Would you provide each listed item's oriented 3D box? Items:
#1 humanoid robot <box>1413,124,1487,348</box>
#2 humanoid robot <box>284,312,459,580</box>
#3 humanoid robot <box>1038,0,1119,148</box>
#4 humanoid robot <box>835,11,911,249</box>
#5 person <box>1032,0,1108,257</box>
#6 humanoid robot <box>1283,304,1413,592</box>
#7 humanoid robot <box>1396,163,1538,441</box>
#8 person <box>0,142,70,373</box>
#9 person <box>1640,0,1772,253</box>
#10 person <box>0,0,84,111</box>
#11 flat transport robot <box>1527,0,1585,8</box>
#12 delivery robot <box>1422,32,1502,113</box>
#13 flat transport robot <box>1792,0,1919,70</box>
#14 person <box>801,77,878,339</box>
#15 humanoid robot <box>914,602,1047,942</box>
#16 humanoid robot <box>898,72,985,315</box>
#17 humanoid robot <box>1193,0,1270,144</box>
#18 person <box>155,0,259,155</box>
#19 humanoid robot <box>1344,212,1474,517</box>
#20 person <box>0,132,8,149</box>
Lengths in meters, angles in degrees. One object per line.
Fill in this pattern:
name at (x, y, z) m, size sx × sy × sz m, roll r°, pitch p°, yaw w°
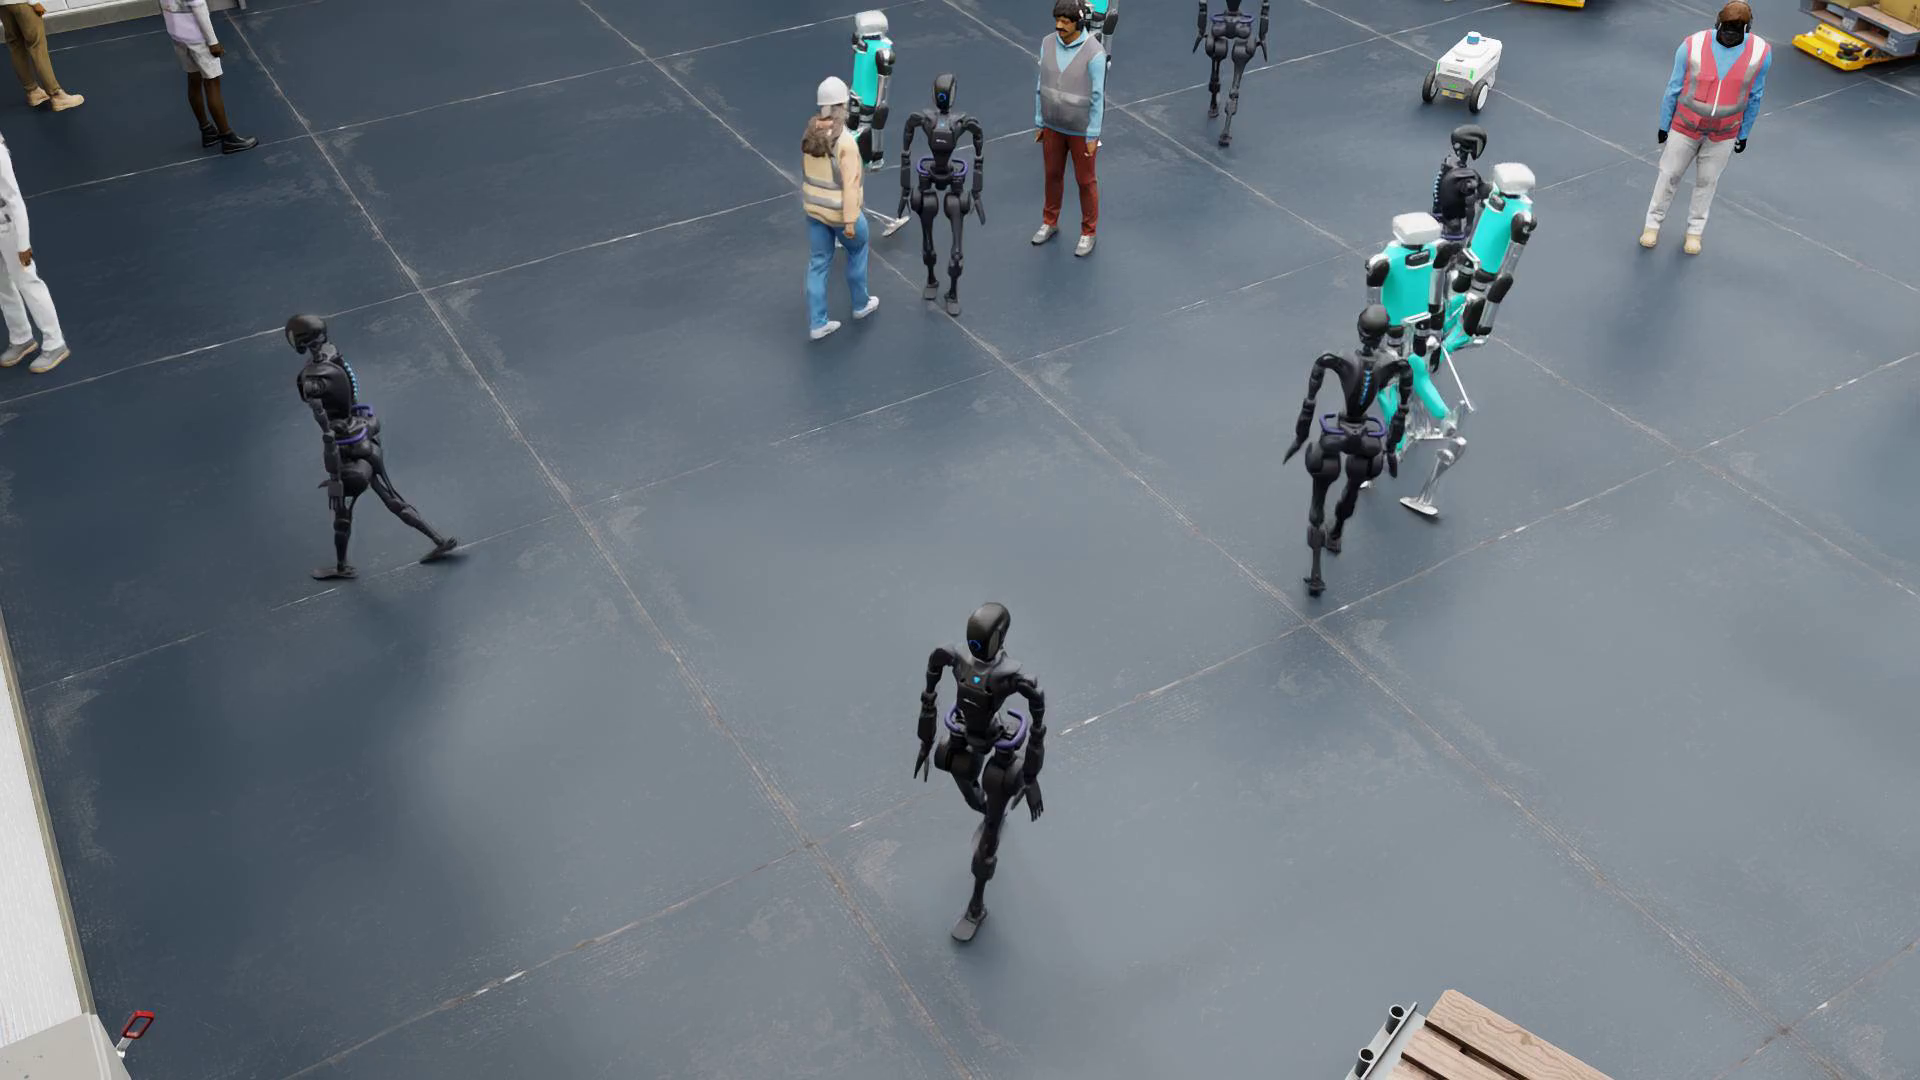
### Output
humanoid robot at (3.083, -1.842, 10.495) m, size 0.605 × 1.640 × 0.616 m, roll -5°, pitch 39°, yaw -6°
humanoid robot at (-3.199, -0.487, 8.817) m, size 0.793 × 1.628 × 0.613 m, roll -3°, pitch 38°, yaw -4°
humanoid robot at (0.876, -3.856, 12.868) m, size 0.735 × 1.677 × 0.533 m, roll -12°, pitch 40°, yaw -15°
humanoid robot at (-0.797, -2.773, 11.600) m, size 0.974 × 1.729 × 0.559 m, roll -17°, pitch 41°, yaw -20°
person at (0.777, -2.920, 11.693) m, size 0.525 × 1.870 × 0.416 m, roll 22°, pitch 43°, yaw 25°
humanoid robot at (2.048, -0.507, 8.830) m, size 0.609 × 1.660 × 0.665 m, roll 2°, pitch 38°, yaw 2°
humanoid robot at (2.873, -1.345, 9.845) m, size 0.744 × 1.808 × 0.549 m, roll -6°, pitch 39°, yaw -8°
person at (-6.058, -1.932, 10.437) m, size 0.587 × 1.877 × 0.386 m, roll 13°, pitch 40°, yaw 16°
person at (5.232, -2.895, 11.690) m, size 0.630 × 1.837 × 0.431 m, roll 11°, pitch 40°, yaw 14°
person at (-7.752, -4.393, 13.630) m, size 0.522 × 1.765 × 0.372 m, roll 18°, pitch 42°, yaw 21°
flat transport robot at (5.902, -5.595, 16.351) m, size 0.659 × 0.231 × 1.431 m, roll 16°, pitch 41°, yaw 19°
delivery robot at (4.295, -3.989, 14.104) m, size 0.499 × 0.606 × 0.794 m, roll 23°, pitch 44°, yaw 26°
flat transport robot at (8.331, -4.535, 15.015) m, size 1.431 × 0.231 × 0.659 m, roll -13°, pitch 40°, yaw -16°
person at (-0.821, -2.170, 10.890) m, size 0.509 × 1.671 × 0.734 m, roll 24°, pitch 44°, yaw 27°
humanoid robot at (0.094, 0.904, 7.052) m, size 0.602 × 1.623 × 0.790 m, roll 16°, pitch 41°, yaw 19°
humanoid robot at (-0.128, -2.315, 11.082) m, size 0.596 × 1.640 × 0.492 m, roll 2°, pitch 38°, yaw 3°
humanoid robot at (2.186, -4.072, 13.335) m, size 0.610 × 1.620 × 0.788 m, roll 8°, pitch 39°, yaw 10°
person at (-5.969, -3.971, 12.967) m, size 0.542 × 1.931 × 0.372 m, roll 25°, pitch 45°, yaw 28°
humanoid robot at (2.573, -0.871, 9.237) m, size 0.547 × 1.768 × 0.866 m, roll -17°, pitch 41°, yaw -20°
person at (-7.889, -3.908, 12.954) m, size 0.374 × 1.843 × 0.569 m, roll -23°, pitch 44°, yaw -27°
